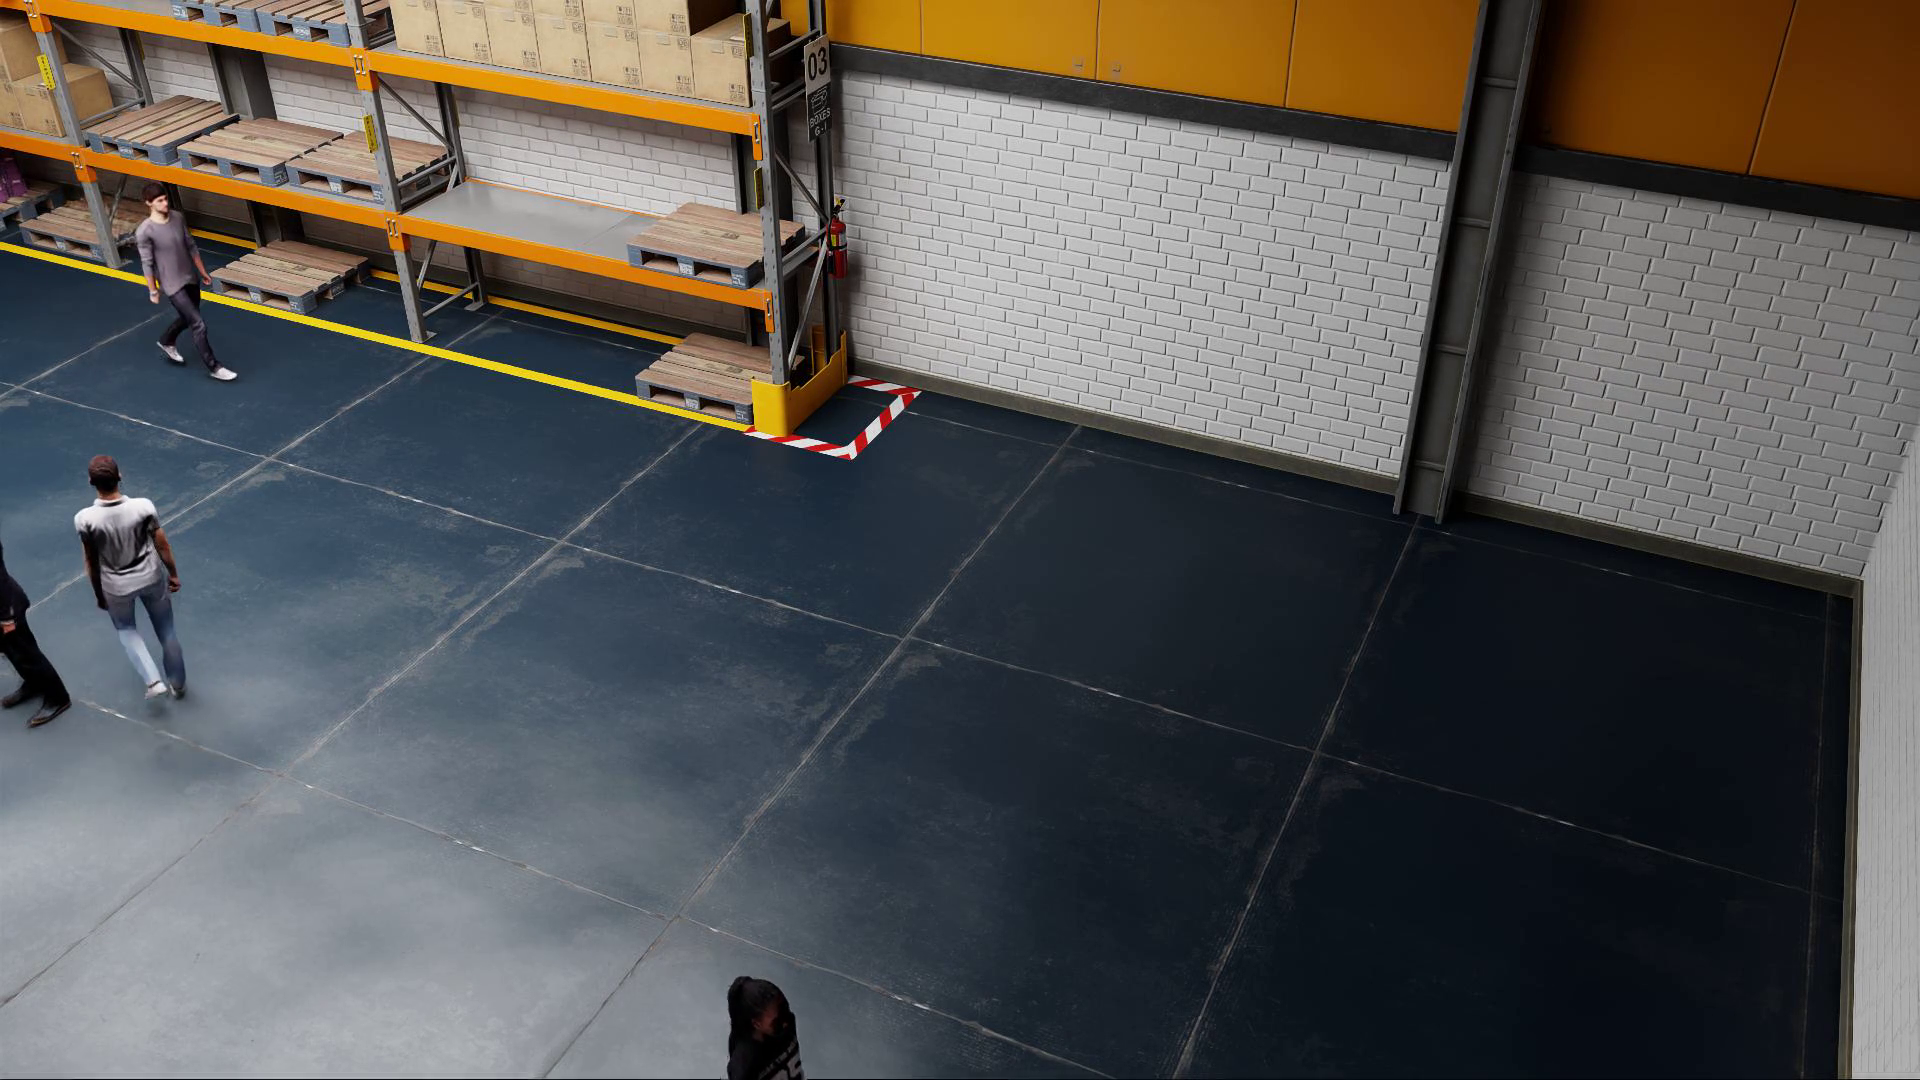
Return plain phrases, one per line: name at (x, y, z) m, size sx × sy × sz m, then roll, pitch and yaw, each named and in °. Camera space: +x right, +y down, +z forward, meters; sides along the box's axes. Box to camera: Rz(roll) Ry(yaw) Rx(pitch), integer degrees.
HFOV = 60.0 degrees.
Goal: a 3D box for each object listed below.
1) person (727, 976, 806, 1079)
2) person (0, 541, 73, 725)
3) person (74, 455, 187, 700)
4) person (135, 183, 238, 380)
person at (-0.914, 2.620, 7.508) m, size 0.803 × 1.721 × 0.628 m, roll 15°, pitch 37°, yaw 22°
person at (-6.261, 0.378, 10.806) m, size 0.622 × 1.804 × 0.804 m, roll 24°, pitch 40°, yaw 31°
person at (-5.364, 0.331, 10.847) m, size 0.833 × 1.837 × 0.882 m, roll -20°, pitch 39°, yaw -27°
person at (-7.045, -2.312, 14.843) m, size 1.173 × 1.815 × 0.777 m, roll 10°, pitch 35°, yaw 15°
